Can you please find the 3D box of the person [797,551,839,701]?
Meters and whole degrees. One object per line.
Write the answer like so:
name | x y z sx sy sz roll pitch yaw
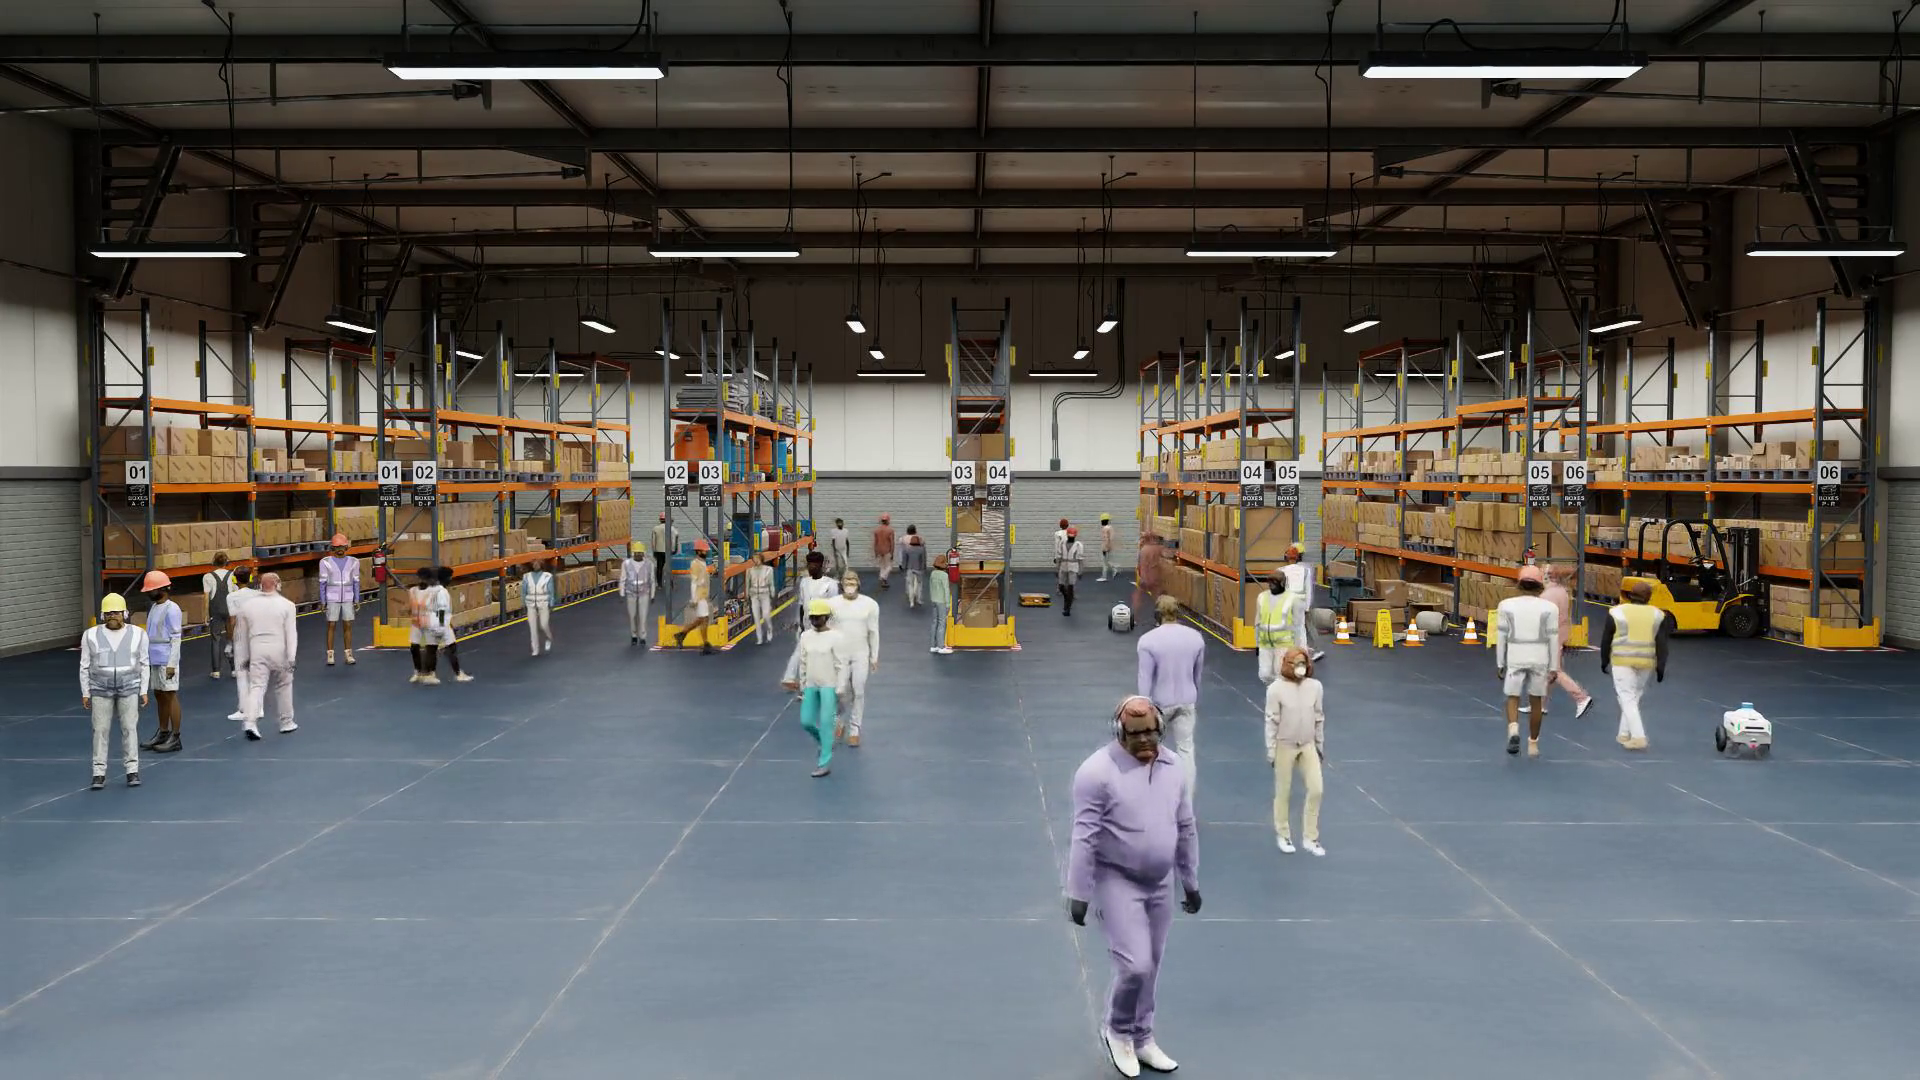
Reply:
person | -1.868 1.120 21.122 0.613 1.962 0.365 2 3 33

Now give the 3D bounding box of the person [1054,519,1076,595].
person | 2.598 0.411 40.007 0.573 1.883 0.359 -1 2 -20

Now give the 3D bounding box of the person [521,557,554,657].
person | -6.902 1.078 26.387 0.519 1.628 0.411 0 2 -1

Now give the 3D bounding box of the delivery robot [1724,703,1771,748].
delivery robot | 8.276 1.955 16.974 0.477 0.478 0.707 1 2 15

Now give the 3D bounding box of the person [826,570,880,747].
person | -1.186 1.285 17.593 0.628 1.926 0.432 0 2 -5

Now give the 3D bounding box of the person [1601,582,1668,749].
person | 7.292 1.349 17.474 0.619 1.800 0.687 0 2 2

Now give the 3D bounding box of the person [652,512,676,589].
person | -7.692 0.279 41.984 0.613 1.991 0.391 0 2 5

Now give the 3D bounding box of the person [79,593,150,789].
person | -7.998 1.417 15.286 0.590 1.833 0.404 -1 3 -28

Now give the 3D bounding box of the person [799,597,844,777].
person | -1.353 1.435 15.896 0.526 1.754 0.416 1 3 27

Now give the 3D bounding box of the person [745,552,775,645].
person | -3.482 1.011 28.034 0.530 1.621 0.370 0 2 8

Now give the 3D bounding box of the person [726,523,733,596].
person | -5.634 0.468 39.770 0.606 1.792 0.915 0 2 -3

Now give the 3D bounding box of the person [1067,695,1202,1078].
person | 0.866 1.685 7.887 0.694 1.878 0.452 -2 3 -35

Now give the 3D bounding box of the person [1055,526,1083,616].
person | 2.300 0.640 34.063 0.628 1.895 0.591 1 2 23

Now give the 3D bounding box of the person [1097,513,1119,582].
person | 4.089 0.198 44.903 0.512 1.915 0.603 1 2 19

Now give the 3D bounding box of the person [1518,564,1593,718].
person | 7.284 1.225 19.708 0.869 1.880 0.656 2 3 36

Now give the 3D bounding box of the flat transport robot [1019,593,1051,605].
flat transport robot | 1.705 1.351 36.859 0.652 0.197 1.431 0 2 -1

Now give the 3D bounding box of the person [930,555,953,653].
person | -0.322 1.059 26.792 0.267 1.631 0.507 -1 3 -33

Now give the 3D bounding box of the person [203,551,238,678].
person | -10.758 1.083 23.540 0.507 1.847 0.351 -1 3 -27

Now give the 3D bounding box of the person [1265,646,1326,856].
person | 2.620 1.633 12.483 0.535 1.611 0.604 -1 2 -15

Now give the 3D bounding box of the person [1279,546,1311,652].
person | 5.002 1.035 24.288 0.572 1.883 0.355 -1 2 -13

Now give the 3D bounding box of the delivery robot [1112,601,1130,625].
delivery robot | 3.073 1.407 30.764 0.477 0.478 0.707 0 2 6

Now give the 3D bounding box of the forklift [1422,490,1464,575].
forklift | 13.926 -0.371 47.846 1.873 2.768 1.129 0 2 0

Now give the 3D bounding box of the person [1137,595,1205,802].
person | 1.801 1.429 14.027 0.641 1.903 0.846 0 2 -12

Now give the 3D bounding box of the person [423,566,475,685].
person | -7.205 1.205 22.720 0.762 1.659 0.536 -2 3 -33

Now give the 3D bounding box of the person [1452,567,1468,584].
person | 11.559 0.512 37.057 0.618 1.920 0.828 0 2 0

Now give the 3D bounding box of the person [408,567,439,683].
person | -7.486 1.201 22.648 0.549 1.662 0.472 0 2 12

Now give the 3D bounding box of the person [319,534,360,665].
person | -9.662 0.921 25.172 0.613 2.043 0.374 -1 3 -33

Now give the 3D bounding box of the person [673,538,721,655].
person | -4.348 0.928 26.612 0.757 1.918 0.549 0 2 7

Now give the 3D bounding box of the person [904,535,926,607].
person | -1.009 0.696 36.324 0.506 1.600 0.789 0 2 6

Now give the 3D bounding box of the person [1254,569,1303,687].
person | 3.857 1.255 19.530 0.628 1.826 0.564 2 3 41

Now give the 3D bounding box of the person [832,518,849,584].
person | -3.248 0.296 43.863 0.507 1.822 0.902 -1 2 -13

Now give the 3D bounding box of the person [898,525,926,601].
person | -1.129 0.536 37.964 0.631 1.806 0.950 0 2 1

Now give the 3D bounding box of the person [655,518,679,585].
person | -7.728 0.326 42.510 0.616 1.873 0.945 -1 2 -21

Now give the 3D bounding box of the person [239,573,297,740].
person | -7.796 1.294 18.191 0.647 1.860 0.980 0 2 -4

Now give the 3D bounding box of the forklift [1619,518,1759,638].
forklift | 13.417 0.684 29.791 2.313 2.155 1.214 0 2 0

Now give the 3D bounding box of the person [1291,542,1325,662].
person | 5.449 0.981 25.695 0.591 1.889 0.951 -1 3 -28

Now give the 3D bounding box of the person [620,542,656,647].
person | -5.596 0.923 28.039 0.595 1.803 0.785 0 2 -7

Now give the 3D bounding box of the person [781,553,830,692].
person | -2.018 1.121 22.075 1.037 1.875 0.655 -1 3 -27

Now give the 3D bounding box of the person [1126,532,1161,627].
person | 3.620 0.771 31.444 0.982 1.847 0.672 2 3 36

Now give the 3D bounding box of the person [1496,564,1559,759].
person | 5.880 1.266 16.746 0.618 2.031 0.598 1 2 23

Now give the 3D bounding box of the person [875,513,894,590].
person | -1.953 0.298 41.677 0.619 1.974 0.486 1 3 28

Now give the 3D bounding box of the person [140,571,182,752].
person | -8.553 1.292 17.278 0.543 1.928 0.372 2 3 40

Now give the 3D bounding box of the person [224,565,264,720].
person | -8.649 1.234 19.510 0.312 1.865 0.535 1 3 27
